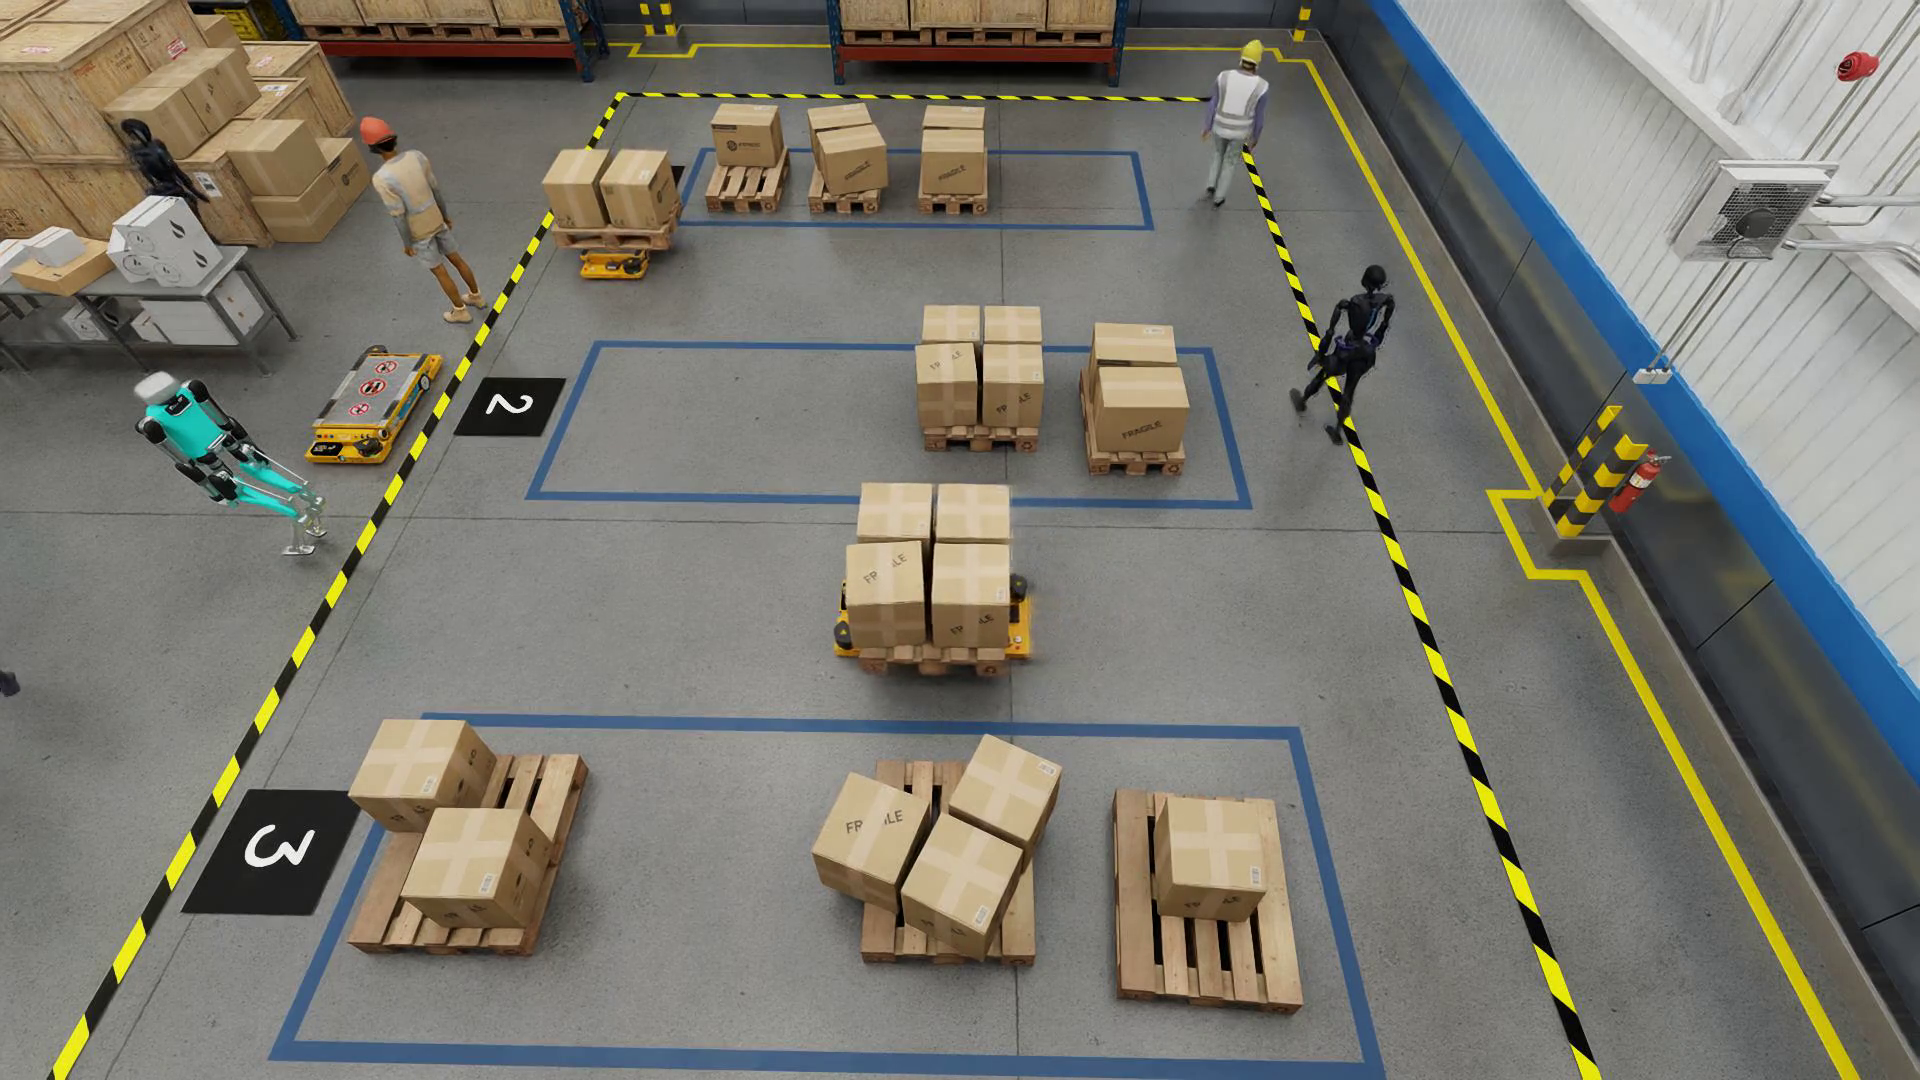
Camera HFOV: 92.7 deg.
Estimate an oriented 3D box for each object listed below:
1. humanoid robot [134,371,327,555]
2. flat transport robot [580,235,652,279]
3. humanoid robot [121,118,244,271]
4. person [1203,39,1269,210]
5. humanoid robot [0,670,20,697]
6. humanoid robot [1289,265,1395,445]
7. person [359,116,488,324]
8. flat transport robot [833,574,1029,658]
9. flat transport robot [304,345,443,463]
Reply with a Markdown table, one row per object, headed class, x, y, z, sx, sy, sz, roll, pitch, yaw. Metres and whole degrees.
| class | x | y | z | sx | sy | sz | roll | pitch | yaw |
| --- | --- | --- | --- | --- | --- | --- | --- | --- | --- |
| humanoid robot | -5.190 | -0.497 | 6.737 | 0.735 | 1.677 | 0.533 | 8 | 50 | 7 |
| flat transport robot | -3.731 | -3.405 | 10.230 | 0.652 | 0.197 | 1.431 | 1 | 50 | 1 |
| humanoid robot | -8.113 | -3.485 | 9.405 | 0.676 | 1.627 | 0.585 | -9 | 50 | -8 |
| person | 3.103 | -4.666 | 10.301 | 0.625 | 1.813 | 0.606 | 23 | 53 | 18 |
| humanoid robot | -7.046 | 0.440 | 6.085 | 0.608 | 1.638 | 0.622 | -34 | 58 | -25 |
| humanoid robot | 3.309 | -1.627 | 7.837 | 0.586 | 1.626 | 0.718 | -8 | 50 | -6 |
| person | -5.133 | -3.006 | 8.750 | 0.379 | 2.039 | 0.614 | 14 | 51 | 12 |
| flat transport robot | -0.202 | 0.554 | 6.880 | 1.431 | 0.197 | 0.652 | 1 | 50 | 1 |
| flat transport robot | -5.383 | -1.269 | 8.441 | 0.659 | 0.231 | 1.431 | 1 | 50 | 1 |
